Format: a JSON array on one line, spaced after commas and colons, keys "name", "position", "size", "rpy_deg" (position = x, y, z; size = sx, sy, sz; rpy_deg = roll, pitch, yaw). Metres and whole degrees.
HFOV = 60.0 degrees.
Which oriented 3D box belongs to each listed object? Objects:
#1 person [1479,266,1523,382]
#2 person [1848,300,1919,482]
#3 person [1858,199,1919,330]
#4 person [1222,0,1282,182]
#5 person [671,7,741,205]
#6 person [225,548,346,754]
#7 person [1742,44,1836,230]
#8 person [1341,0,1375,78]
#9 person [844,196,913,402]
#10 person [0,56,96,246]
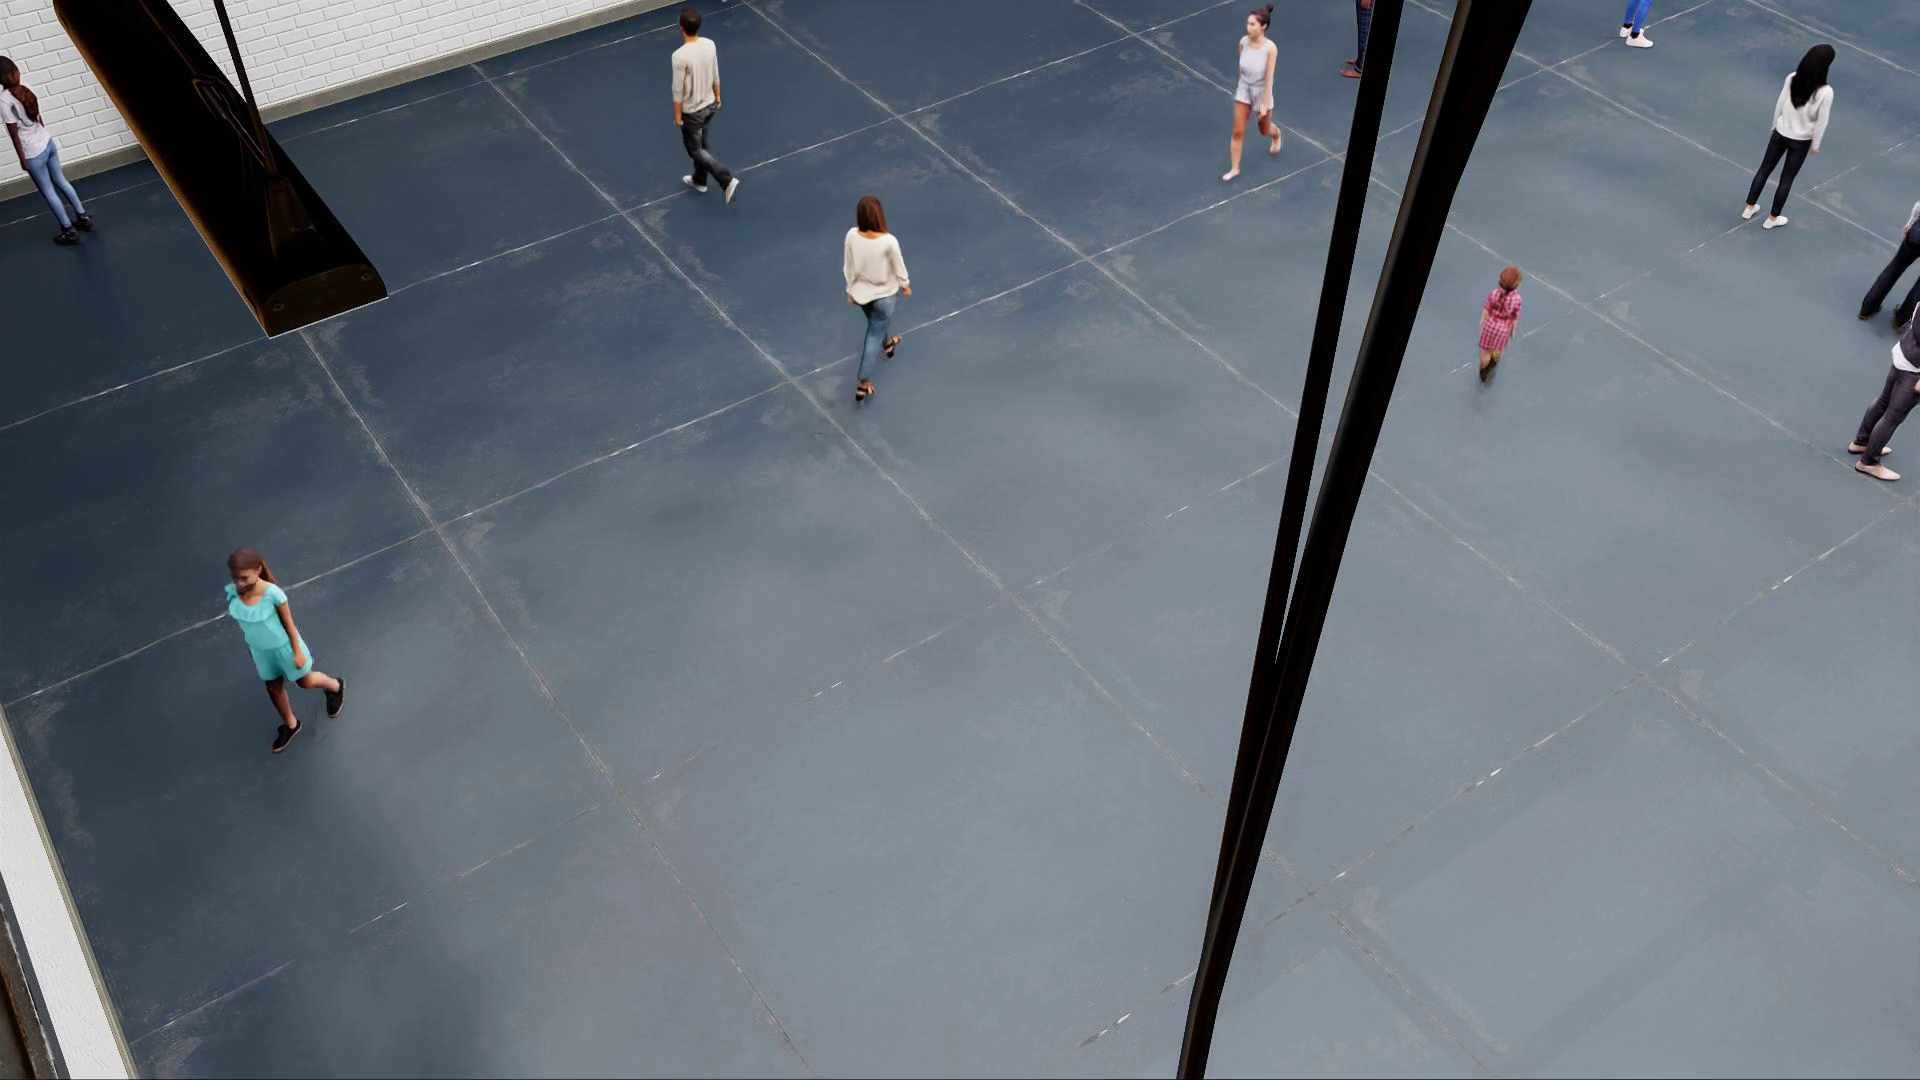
[{"name": "person", "position": [4.196, -1.667, 12.984], "size": [0.579, 1.015, 0.657], "rpy_deg": [15, 46, 15]}, {"name": "person", "position": [6.876, -1.262, 11.972], "size": [0.844, 1.824, 0.764], "rpy_deg": [11, 45, 11]}, {"name": "person", "position": [7.758, -2.381, 13.194], "size": [0.727, 1.758, 0.613], "rpy_deg": [30, 51, 28]}, {"name": "person", "position": [2.720, -4.076, 15.094], "size": [0.753, 1.592, 1.056], "rpy_deg": [30, 51, 28]}, {"name": "person", "position": [-2.258, -3.784, 14.642], "size": [0.899, 1.792, 1.010], "rpy_deg": [29, 51, 27]}, {"name": "person", "position": [-4.173, 0.614, 10.189], "size": [0.844, 1.566, 0.925], "rpy_deg": [12, 45, 12]}, {"name": "person", "position": [7.214, -3.509, 14.420], "size": [0.561, 1.701, 0.617], "rpy_deg": [-28, 50, -26]}, {"name": "person", "position": [4.075, -5.463, 16.381], "size": [0.836, 1.824, 0.737], "rpy_deg": [16, 46, 16]}, {"name": "person", "position": [-0.680, -1.810, 12.684], "size": [0.918, 1.635, 1.161], "rpy_deg": [20, 47, 20]}, {"name": "person", "position": [-7.885, -3.332, 14.220], "size": [0.697, 1.721, 0.652], "rpy_deg": [3, 44, 3]}]
